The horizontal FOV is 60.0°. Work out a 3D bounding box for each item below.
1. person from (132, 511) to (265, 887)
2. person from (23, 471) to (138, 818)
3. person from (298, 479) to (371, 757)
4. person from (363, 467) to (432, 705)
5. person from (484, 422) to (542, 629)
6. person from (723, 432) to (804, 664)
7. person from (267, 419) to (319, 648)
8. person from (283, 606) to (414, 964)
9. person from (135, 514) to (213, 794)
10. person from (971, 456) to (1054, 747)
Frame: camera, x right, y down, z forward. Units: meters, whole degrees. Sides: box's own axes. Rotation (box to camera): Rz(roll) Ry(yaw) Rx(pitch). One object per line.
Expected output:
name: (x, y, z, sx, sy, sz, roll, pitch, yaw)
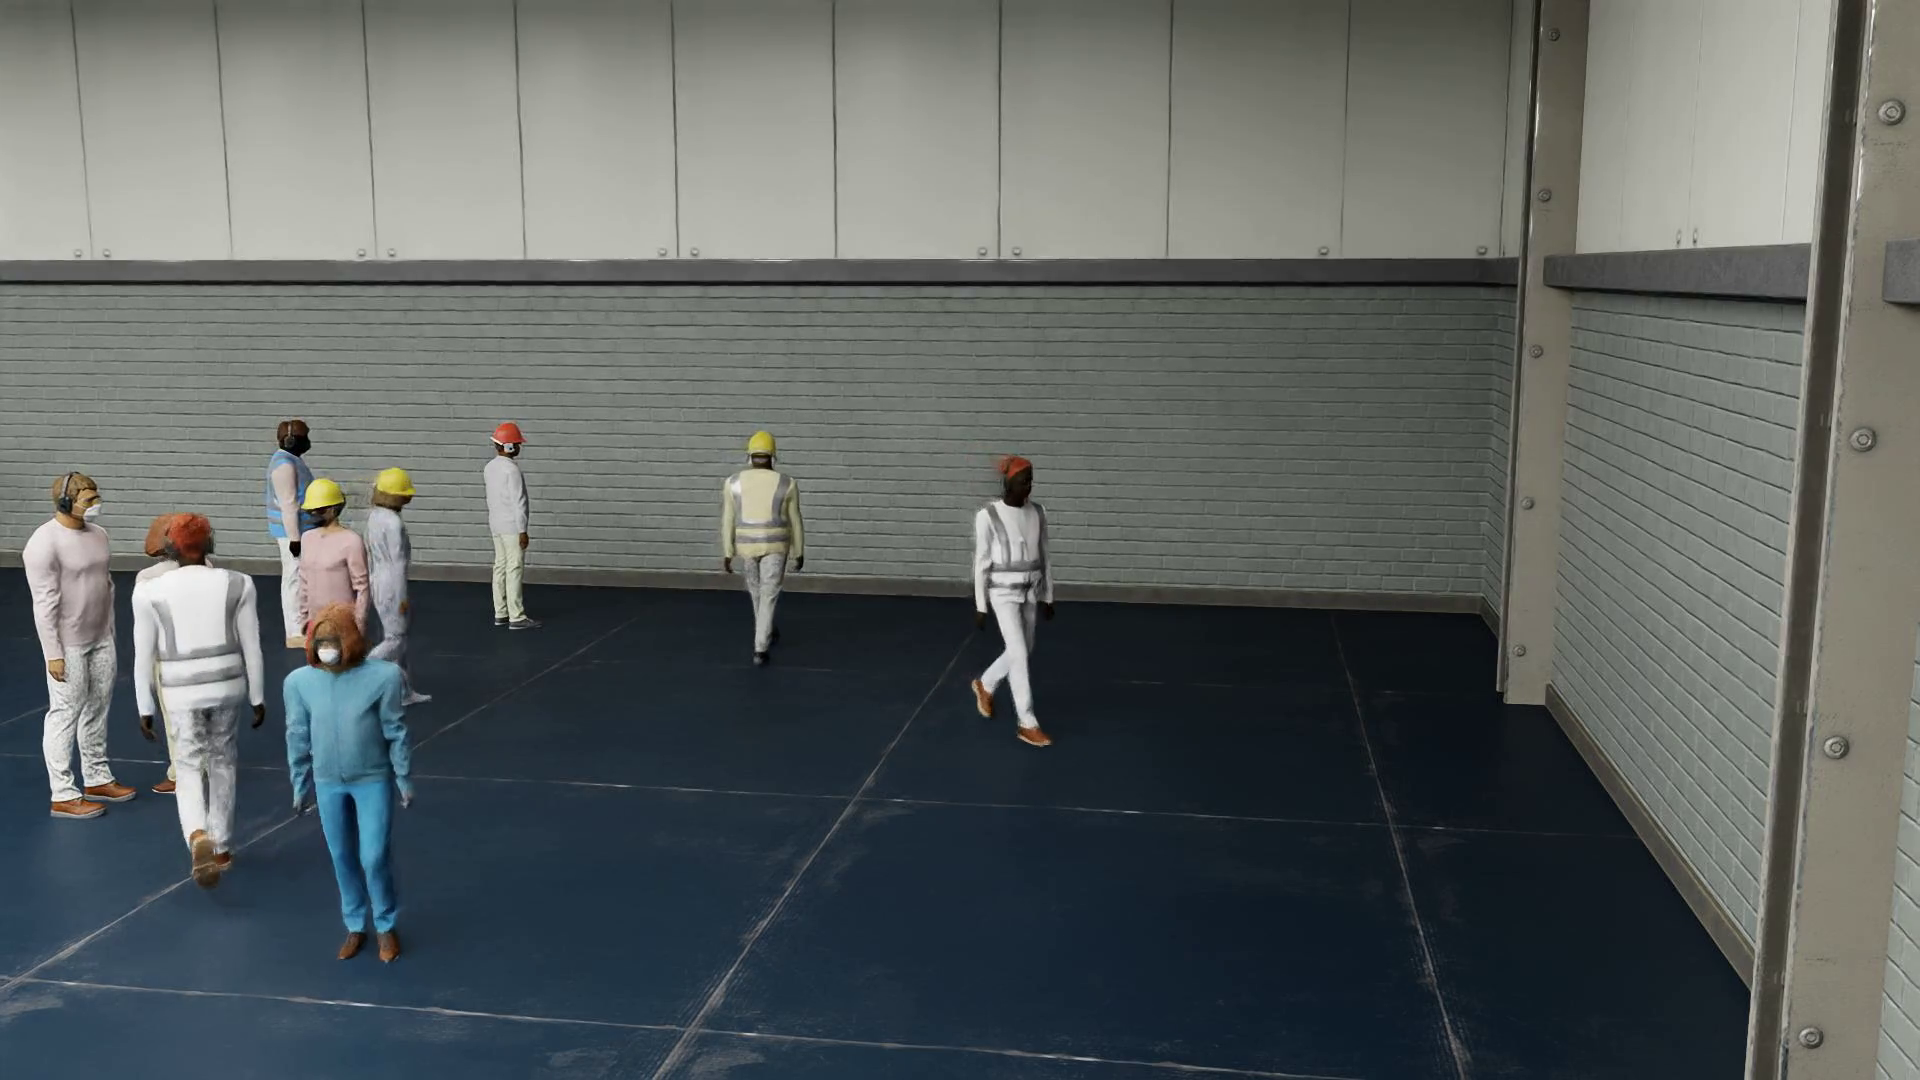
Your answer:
person: (-3.725, 0.793, 8.201, 0.586, 1.862, 0.737, -6, 11, -31)
person: (-4.925, 0.575, 9.306, 0.365, 1.932, 0.628, 1, 9, 7)
person: (-3.878, 0.499, 10.271, 0.533, 1.766, 0.316, 4, 10, 25)
person: (-3.952, 0.350, 11.346, 0.651, 1.708, 0.500, -7, 12, -38)
person: (-3.814, -0.123, 14.135, 0.325, 1.752, 0.560, -8, 12, -41)
person: (-1.523, 0.046, 13.004, 0.609, 1.783, 0.958, 1, 9, 8)
person: (-5.363, -0.058, 13.465, 0.429, 1.841, 0.634, -3, 10, -19)
person: (-2.657, 1.066, 7.261, 0.519, 1.607, 0.404, 0, 9, -3)
person: (-4.548, 0.659, 9.685, 0.280, 1.633, 0.503, 5, 10, 27)
person: (0.328, 0.362, 10.876, 0.590, 1.849, 0.892, -7, 12, -37)
